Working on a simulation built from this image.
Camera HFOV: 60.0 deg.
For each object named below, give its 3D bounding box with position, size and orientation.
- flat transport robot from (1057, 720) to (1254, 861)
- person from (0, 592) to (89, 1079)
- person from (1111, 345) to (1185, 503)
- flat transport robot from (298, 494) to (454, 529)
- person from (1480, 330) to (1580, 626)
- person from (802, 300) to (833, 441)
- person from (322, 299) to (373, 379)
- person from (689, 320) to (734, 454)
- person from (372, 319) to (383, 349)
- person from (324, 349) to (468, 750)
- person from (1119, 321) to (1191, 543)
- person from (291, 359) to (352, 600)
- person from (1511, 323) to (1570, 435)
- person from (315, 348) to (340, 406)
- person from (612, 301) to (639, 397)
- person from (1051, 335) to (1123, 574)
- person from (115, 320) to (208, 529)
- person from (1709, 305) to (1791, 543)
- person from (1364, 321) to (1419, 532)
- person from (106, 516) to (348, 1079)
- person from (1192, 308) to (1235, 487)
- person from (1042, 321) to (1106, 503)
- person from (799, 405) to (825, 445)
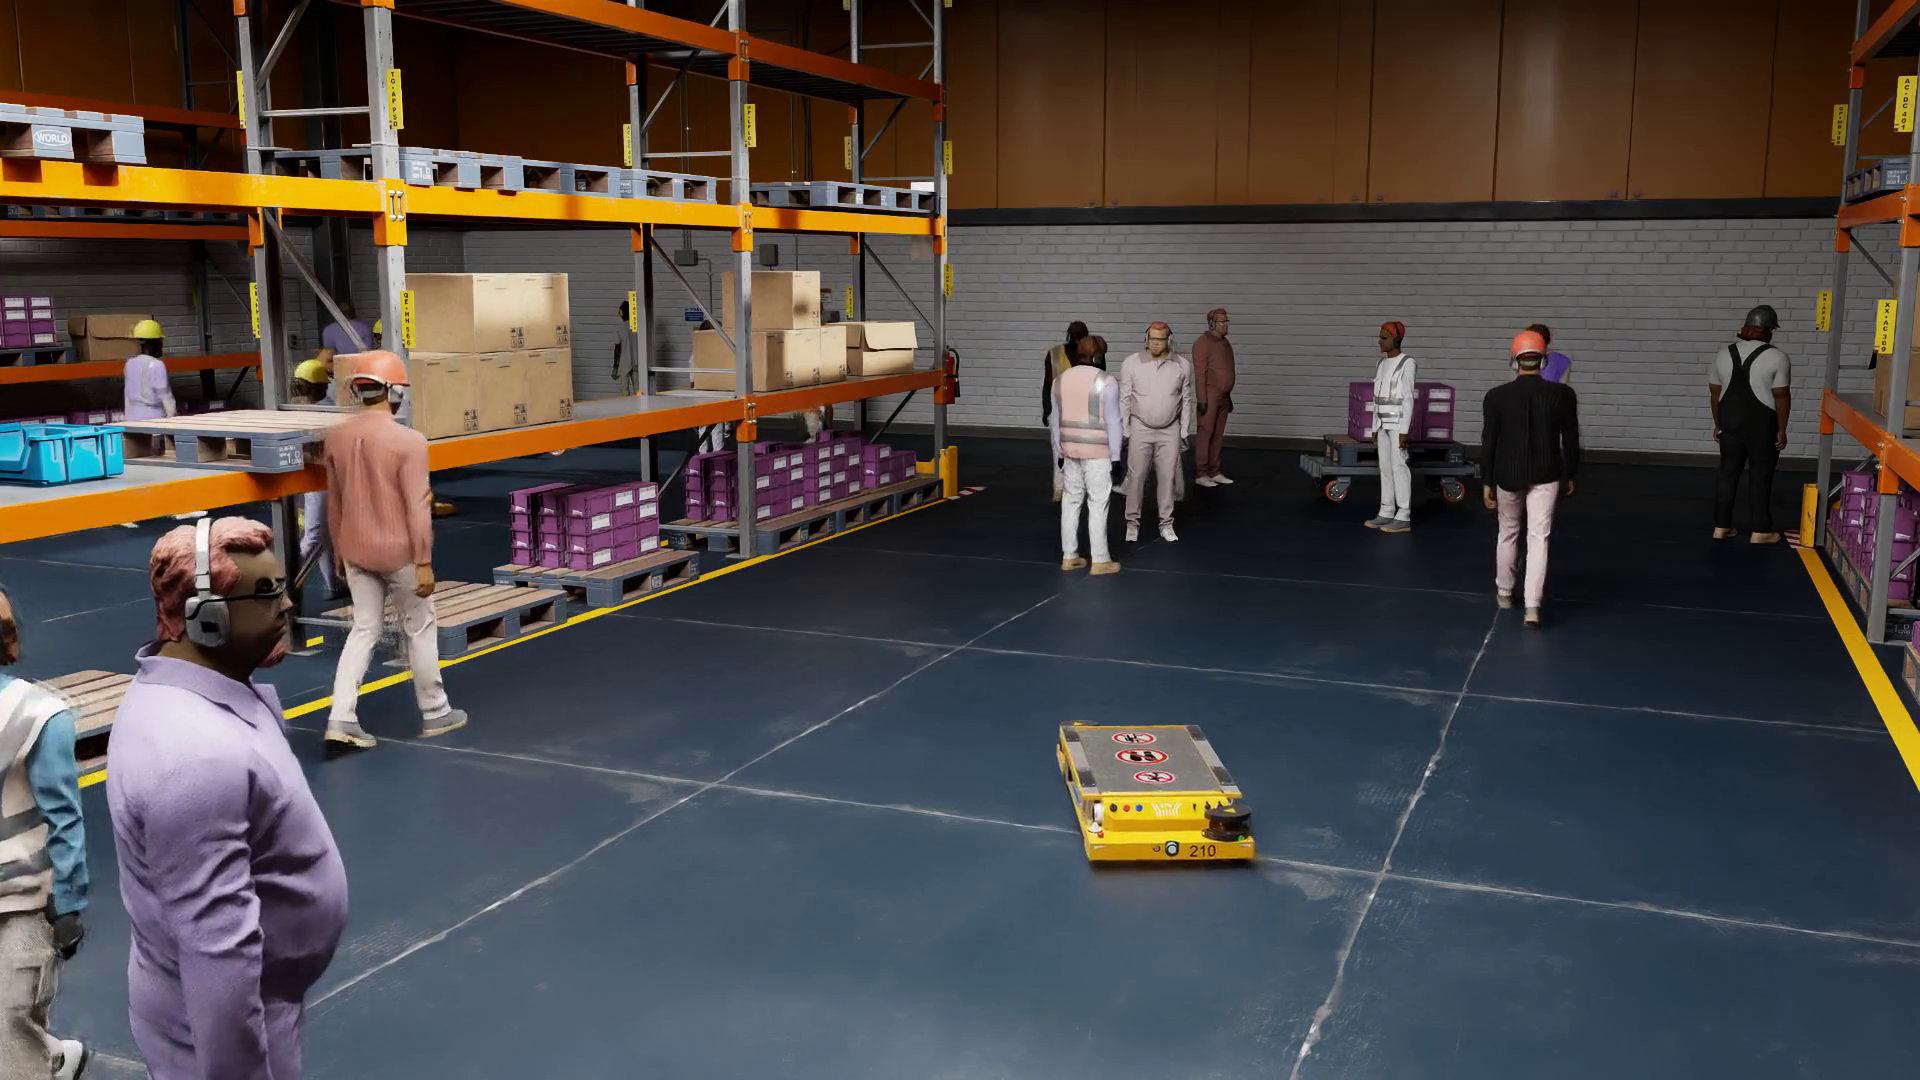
[{"bbox_3d":[0.809,1.053,7.212,0.652,0.197,1.431,0,9,-2],"label":"flat transport robot"},{"bbox_3d":[-2.384,0.882,4.134,0.530,1.623,0.506,1,9,9],"label":"person"},{"bbox_3d":[1.916,-1.172,16.681,0.870,1.593,0.524,8,13,42],"label":"person"},{"bbox_3d":[-5.424,-0.277,15.273,0.652,0.197,1.431,5,11,29],"label":"flat transport robot"},{"bbox_3d":[3.806,-0.423,11.136,0.627,1.946,1.039,3,10,20],"label":"person"},{"bbox_3d":[-1.933,-2.280,22.366,0.542,1.939,0.363,-7,11,-35],"label":"person"},{"bbox_3d":[-7.982,-2.183,21.790,0.639,1.927,0.431,-2,10,-11],"label":"person"},{"bbox_3d":[-2.342,-1.157,15.766,0.520,1.873,0.328,8,12,38],"label":"person"},{"bbox_3d":[-6.448,-1.597,18.750,0.327,1.769,0.525,5,11,27],"label":"person"},{"bbox_3d":[-2.830,0.053,8.154,0.632,1.967,0.831,4,10,21],"label":"person"},{"bbox_3d":[1.674,-0.923,14.259,0.636,1.903,0.405,-1,9,-4],"label":"person"},{"bbox_3d":[-4.494,-0.373,11.449,0.536,1.734,0.864,4,10,24],"label":"person"},{"bbox_3d":[5.703,-1.222,16.383,0.569,1.813,0.844,1,9,4],"label":"person"},{"bbox_3d":[-5.704,-0.956,15.320,0.504,1.621,0.509,-7,12,-38],"label":"person"},{"bbox_3d":[-4.733,-2.469,23.755,0.511,1.862,0.329,-8,12,-39],"label":"person"},{"bbox_3d":[1.003,-0.660,12.847,0.633,1.841,0.429,8,13,41],"label":"person"},{"bbox_3d":[-7.396,-1.056,15.135,0.583,1.887,0.991,8,12,39],"label":"person"},{"bbox_3d":[6.835,-1.004,14.324,0.535,2.000,0.685,-6,11,-34],"label":"person"},{"bbox_3d":[3.869,-1.012,14.883,0.354,1.879,0.584,-3,10,-15],"label":"person"},{"bbox_3d":[-1.374,0.901,3.191,0.399,1.909,0.642,-5,10,-26],"label":"person"},{"bbox_3d":[2.763,-1.533,17.935,0.406,1.911,0.639,7,12,37],"label":"person"},{"bbox_3d":[1.142,-1.259,16.579,0.650,1.808,0.818,0,9,3],"label":"person"},{"bbox_3d":[-1.658,-1.403,18.009,0.593,1.616,0.525,-3,10,-18],"label":"person"}]
